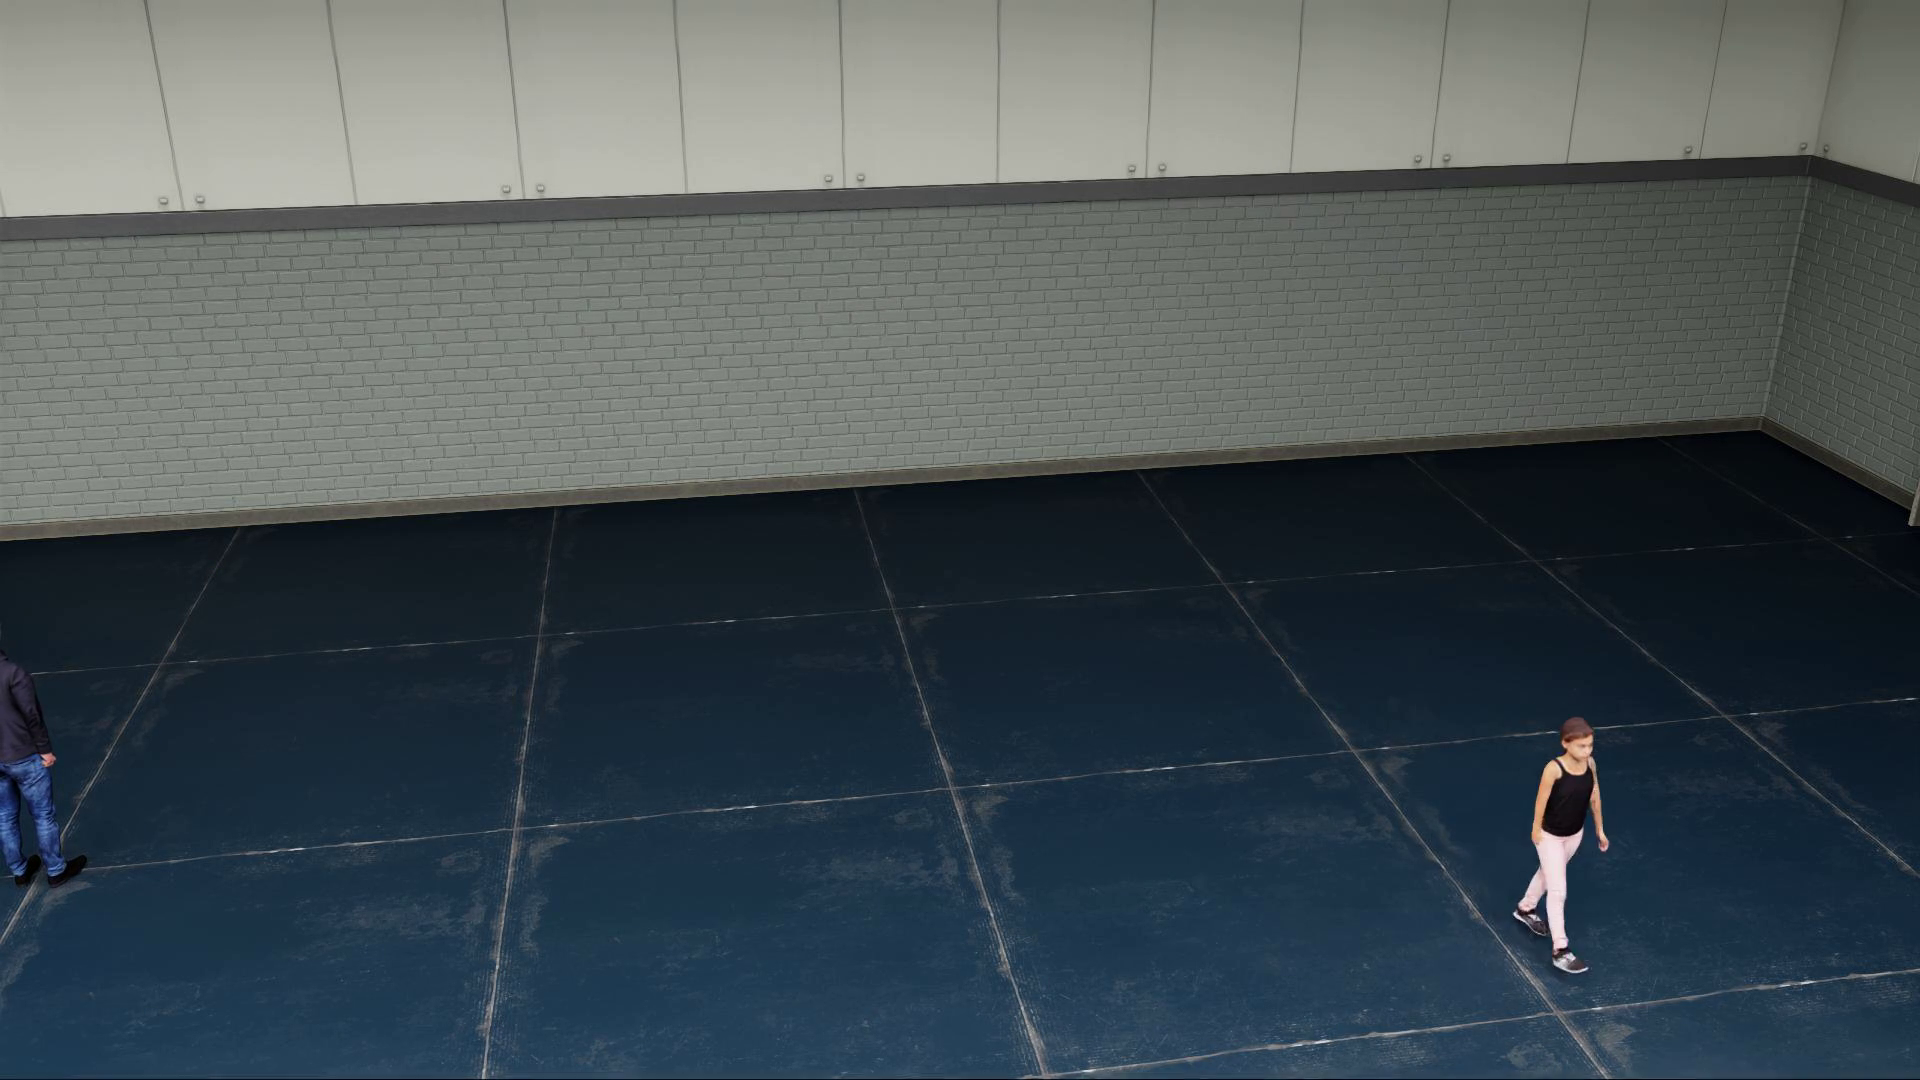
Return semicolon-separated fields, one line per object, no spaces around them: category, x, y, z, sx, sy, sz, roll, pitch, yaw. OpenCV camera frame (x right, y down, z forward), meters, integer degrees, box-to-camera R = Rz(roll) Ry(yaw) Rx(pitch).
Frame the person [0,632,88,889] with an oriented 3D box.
person;-5.914;1.316;10.348;0.717;1.895;0.645;1;23;2

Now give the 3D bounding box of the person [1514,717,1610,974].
person;3.516;1.715;9.877;0.673;1.529;0.993;-10;25;-23
